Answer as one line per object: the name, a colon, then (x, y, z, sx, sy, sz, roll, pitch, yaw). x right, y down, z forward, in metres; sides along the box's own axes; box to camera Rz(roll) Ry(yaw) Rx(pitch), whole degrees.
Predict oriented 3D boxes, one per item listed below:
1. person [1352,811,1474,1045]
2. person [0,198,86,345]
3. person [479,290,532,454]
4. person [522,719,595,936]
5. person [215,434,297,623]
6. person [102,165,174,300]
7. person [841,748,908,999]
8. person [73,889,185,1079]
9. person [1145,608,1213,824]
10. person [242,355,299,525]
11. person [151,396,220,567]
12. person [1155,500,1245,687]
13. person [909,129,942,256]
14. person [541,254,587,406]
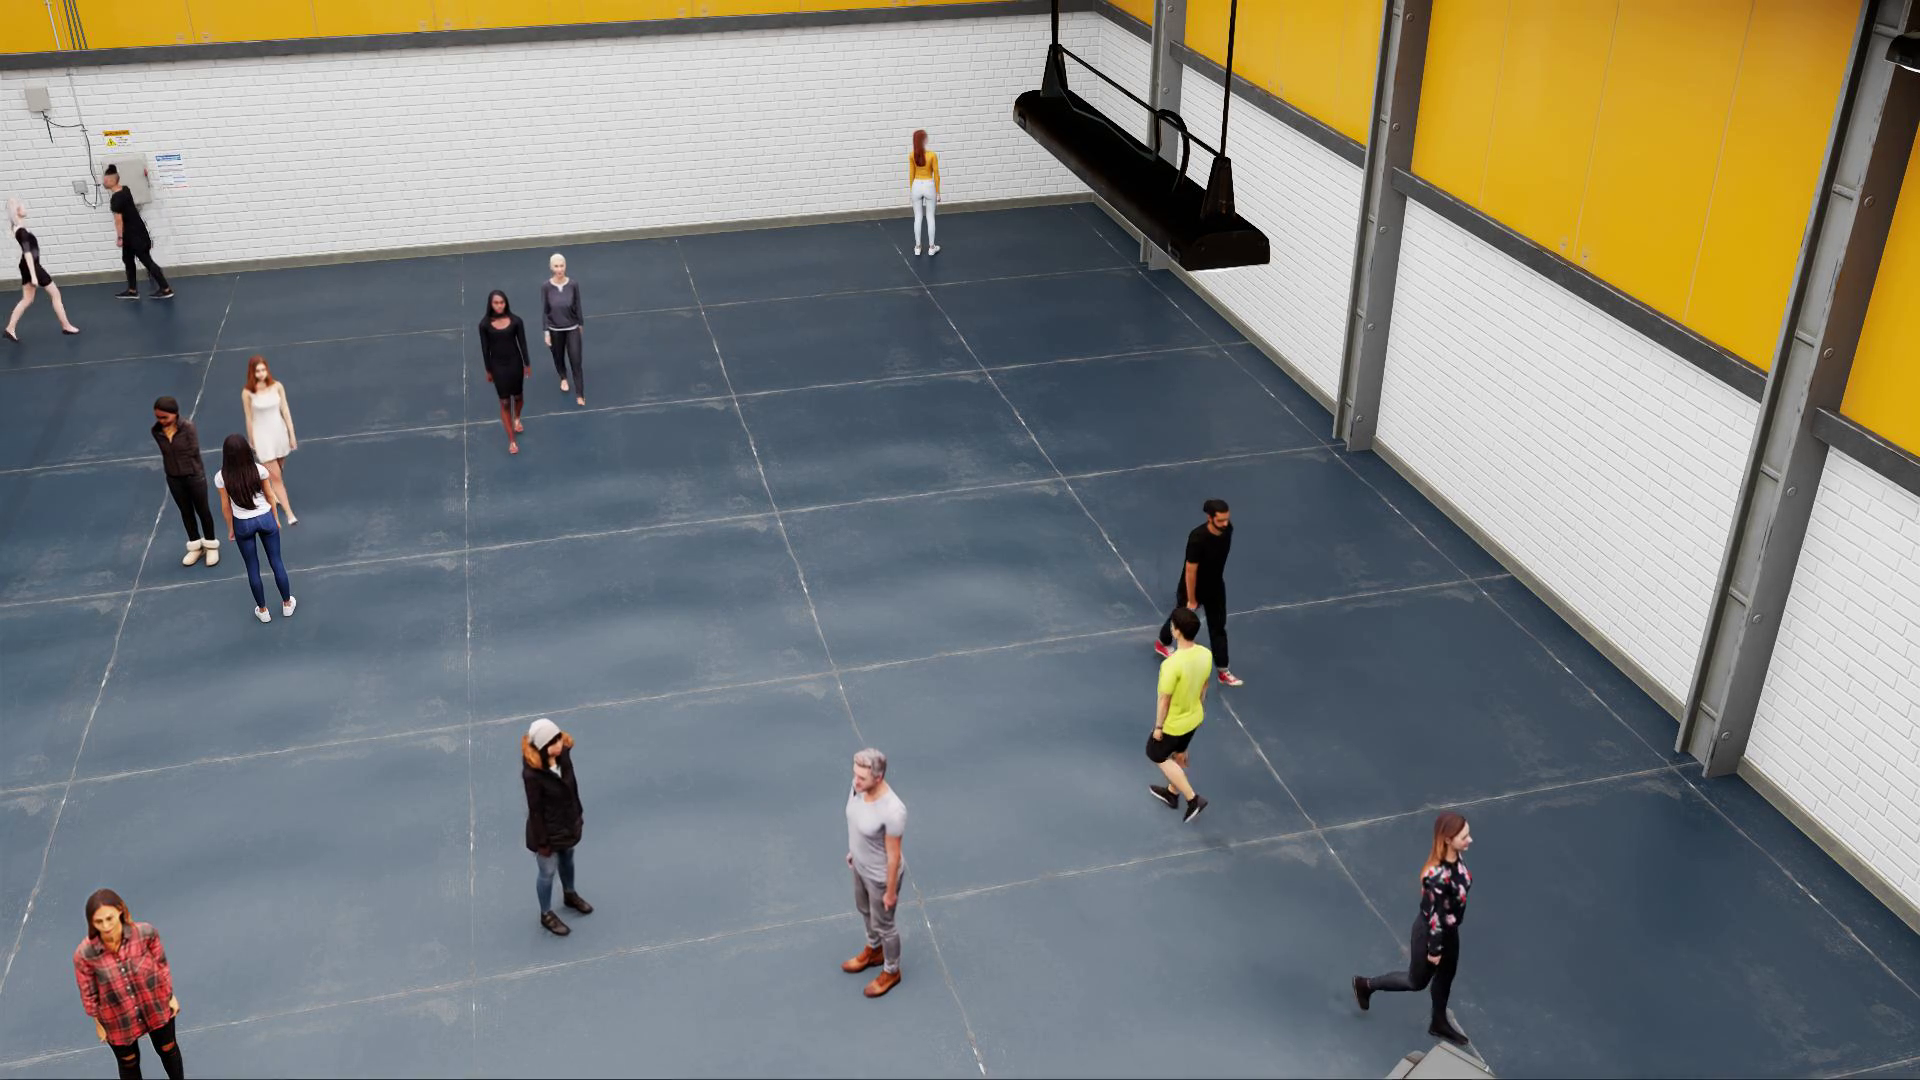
person: (2.799, 2.341, 10.074, 1.035, 1.664, 0.957, 16, 32, 26)
person: (-11.322, -3.215, 20.123, 1.149, 1.794, 1.049, 22, 36, 35)
person: (-4.826, -1.854, 17.725, 0.671, 1.701, 1.016, -10, 30, -18)
person: (-2.692, 1.863, 10.983, 0.778, 1.631, 0.715, 14, 32, 25)
person: (-6.127, -0.112, 14.454, 0.629, 1.775, 0.572, -13, 31, -23)
person: (-10.608, -3.967, 21.470, 0.826, 1.826, 0.896, -6, 29, -10)
person: (-0.513, 2.044, 10.453, 0.809, 1.823, 0.628, -16, 32, -27)
person: (-4.678, 2.663, 9.443, 0.682, 1.702, 0.660, -18, 33, -29)
person: (1.630, 1.289, 11.968, 0.842, 1.697, 0.960, -23, 36, -36)
person: (-6.746, -1.027, 16.263, 0.860, 1.649, 1.255, -18, 33, -29)
person: (-7.190, -0.588, 15.449, 0.673, 1.659, 0.615, -7, 29, -13)
person: (1.927, 0.362, 13.676, 0.947, 1.688, 1.261, -20, 35, -33)
person: (-0.505, -4.839, 23.148, 0.667, 1.749, 0.658, 4, 29, 8)
person: (-4.495, -2.405, 18.759, 0.612, 1.679, 1.079, -7, 29, -12)
